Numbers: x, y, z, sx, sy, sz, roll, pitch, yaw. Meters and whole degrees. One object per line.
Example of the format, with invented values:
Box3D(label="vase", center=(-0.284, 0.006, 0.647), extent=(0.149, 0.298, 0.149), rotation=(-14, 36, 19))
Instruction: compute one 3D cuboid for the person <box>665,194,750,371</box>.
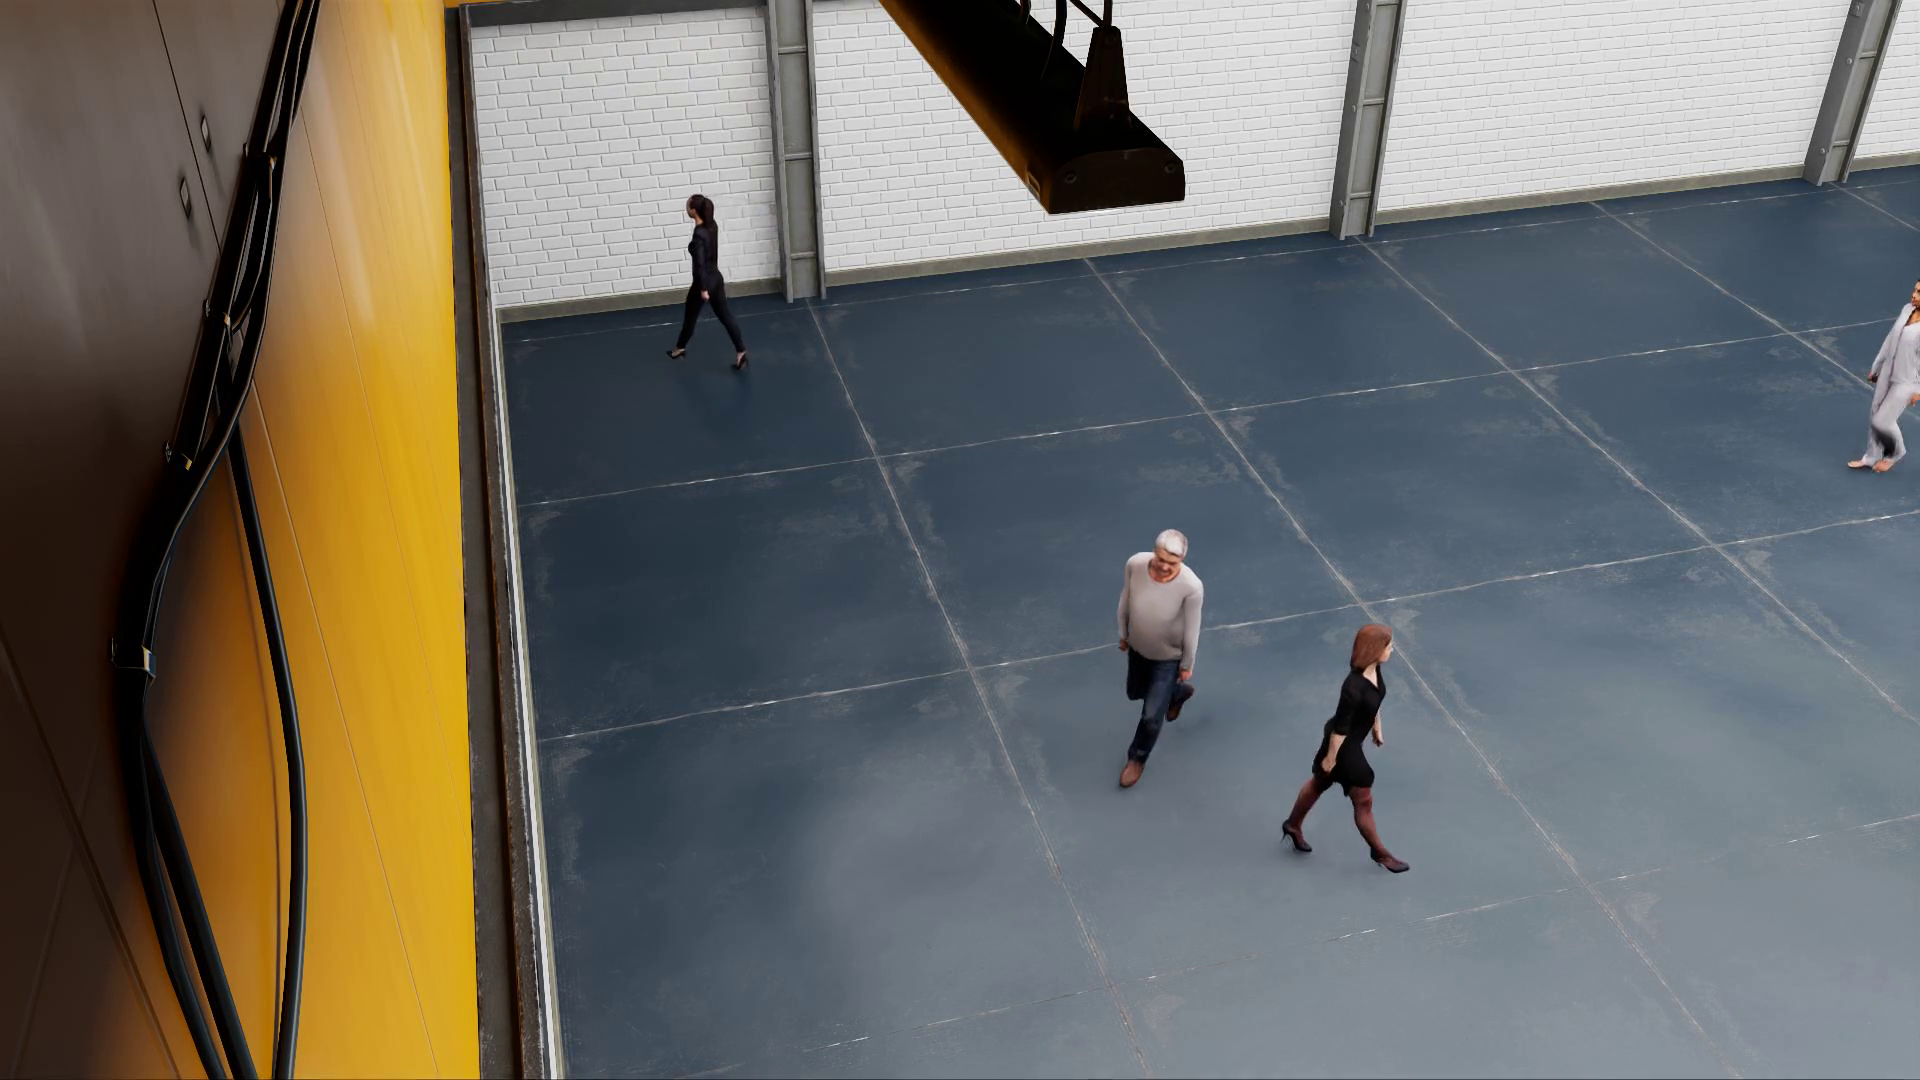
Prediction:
Box3D(label="person", center=(-2.185, -2.255, 14.890), extent=(1.146, 1.661, 0.960), rotation=(9, 35, 14))

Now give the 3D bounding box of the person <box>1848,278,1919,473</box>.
Box3D(label="person", center=(7.668, -1.312, 13.418), extent=(0.700, 1.721, 0.688), rotation=(-5, 34, -7))

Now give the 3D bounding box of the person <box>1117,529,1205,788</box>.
Box3D(label="person", center=(1.274, 0.656, 10.323), extent=(1.058, 1.869, 1.189), rotation=(27, 42, 35))

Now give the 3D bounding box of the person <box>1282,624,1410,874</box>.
Box3D(label="person", center=(2.159, 1.188, 9.706), extent=(1.081, 1.666, 0.986), rotation=(16, 37, 23))
